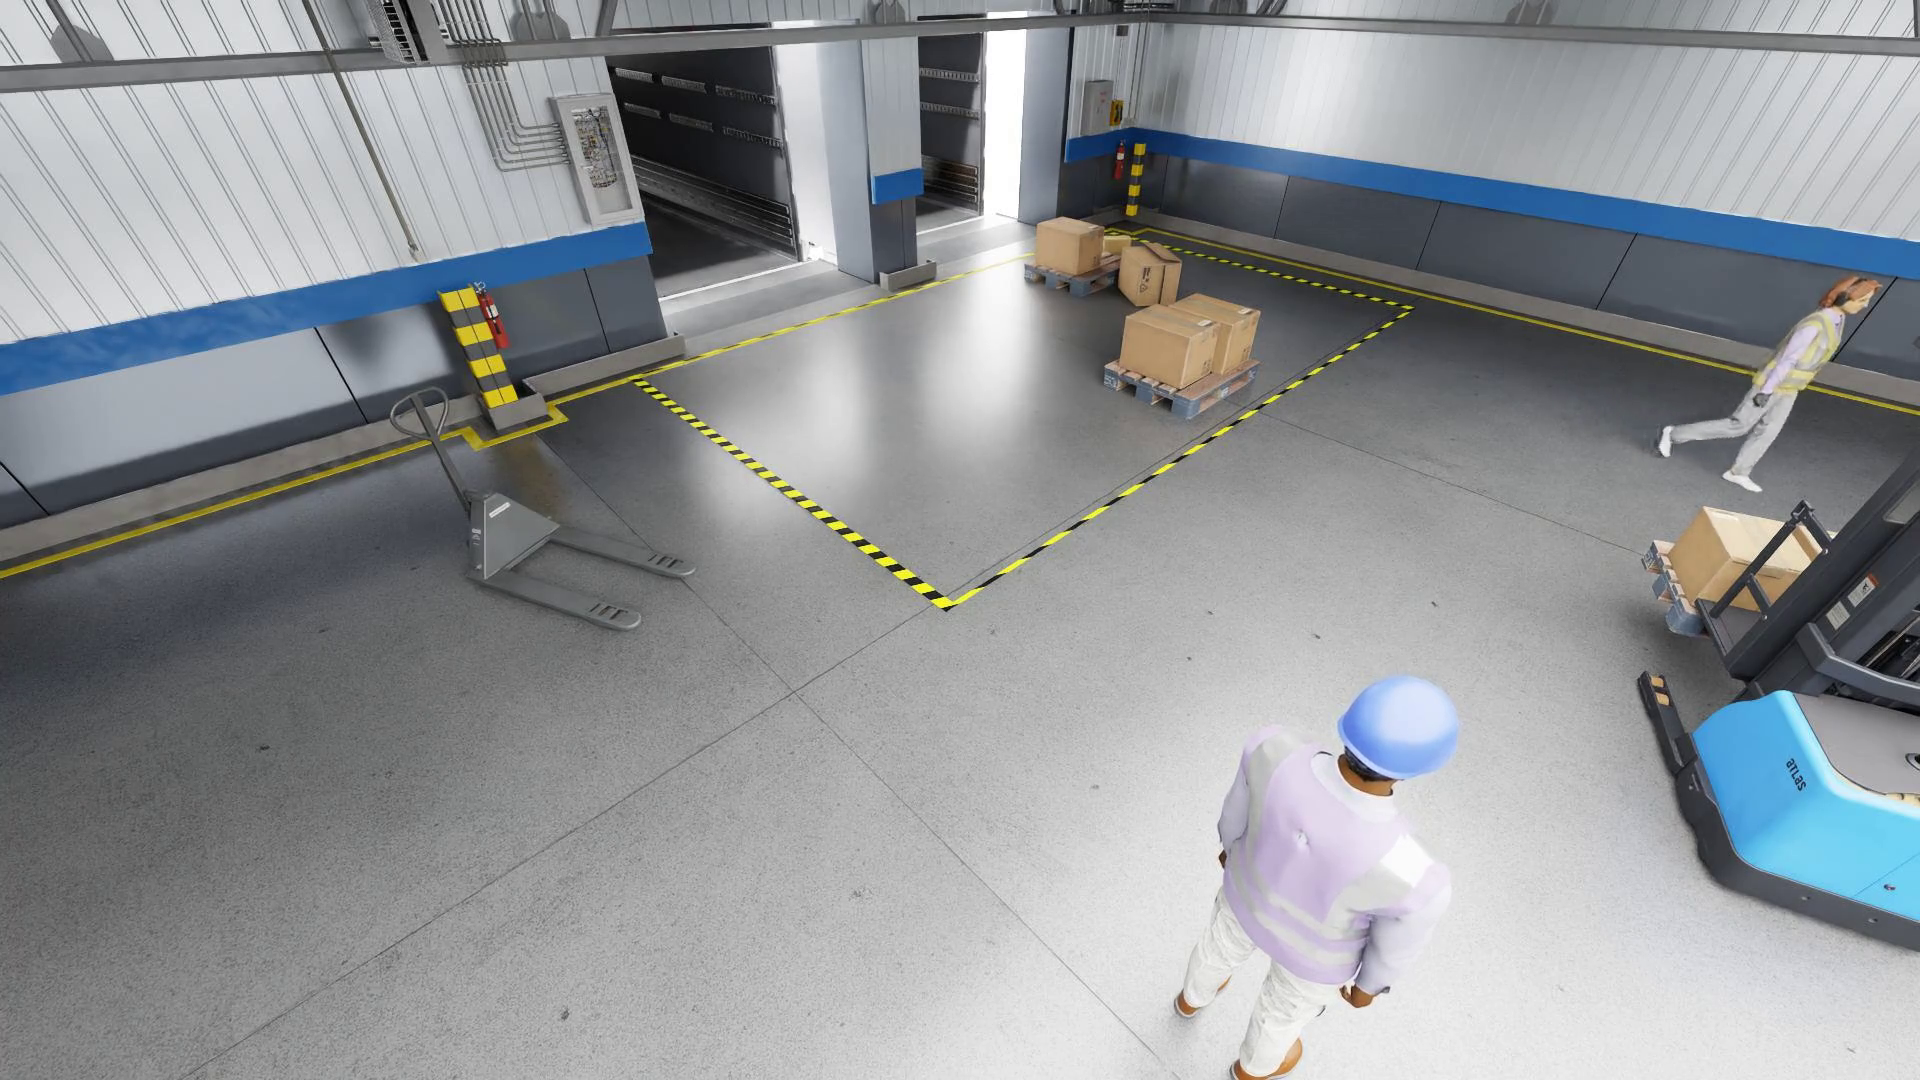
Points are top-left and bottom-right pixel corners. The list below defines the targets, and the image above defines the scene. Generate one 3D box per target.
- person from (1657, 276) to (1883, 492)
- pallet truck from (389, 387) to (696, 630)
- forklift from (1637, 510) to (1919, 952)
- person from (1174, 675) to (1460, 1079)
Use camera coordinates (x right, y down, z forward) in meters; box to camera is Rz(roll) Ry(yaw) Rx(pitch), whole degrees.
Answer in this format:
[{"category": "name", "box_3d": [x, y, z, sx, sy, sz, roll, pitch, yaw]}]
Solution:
[{"category": "person", "box_3d": [6.046, -1.181, 5.497, 0.522, 1.610, 0.746, -19, 41, -22]}, {"category": "pallet truck", "box_3d": [-2.613, -0.247, 4.593, 1.601, 1.201, 0.680, 14, 40, 17]}, {"category": "forklift", "box_3d": [3.839, 0.603, 2.839, 0.716, 2.013, 0.776, 16, 41, 20]}, {"category": "person", "box_3d": [1.024, 1.121, 2.243, 0.382, 1.948, 0.604, -21, 42, -25]}]
